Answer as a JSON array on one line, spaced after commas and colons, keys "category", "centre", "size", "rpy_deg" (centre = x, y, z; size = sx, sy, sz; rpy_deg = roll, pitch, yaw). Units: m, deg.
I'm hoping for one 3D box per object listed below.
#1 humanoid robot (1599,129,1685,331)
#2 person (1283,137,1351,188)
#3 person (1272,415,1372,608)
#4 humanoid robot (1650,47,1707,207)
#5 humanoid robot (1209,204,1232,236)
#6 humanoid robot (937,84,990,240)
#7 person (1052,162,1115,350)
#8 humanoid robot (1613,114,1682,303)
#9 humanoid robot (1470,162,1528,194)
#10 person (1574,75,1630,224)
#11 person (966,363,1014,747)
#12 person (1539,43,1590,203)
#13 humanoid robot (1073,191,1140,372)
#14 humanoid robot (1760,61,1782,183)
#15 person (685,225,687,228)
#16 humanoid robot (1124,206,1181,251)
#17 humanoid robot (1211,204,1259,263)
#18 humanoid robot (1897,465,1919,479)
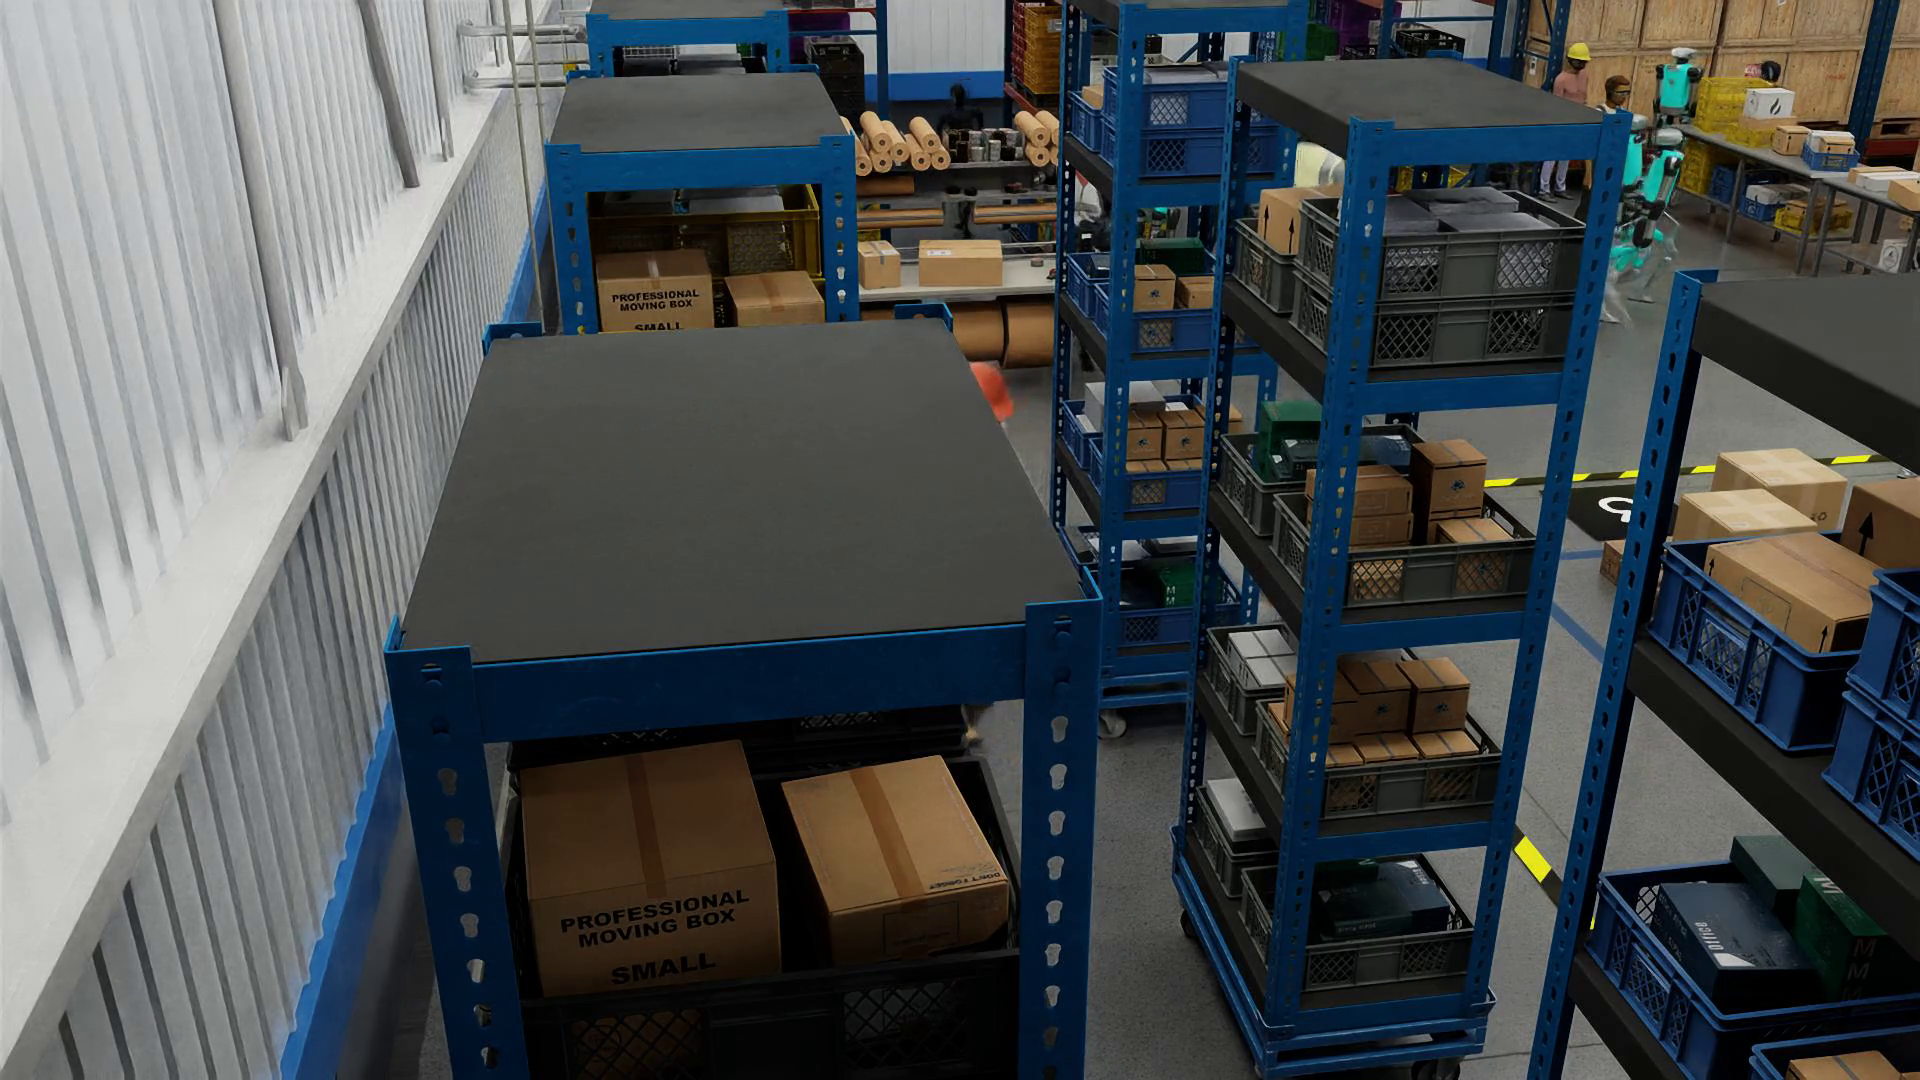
[{"category": "humanoid robot", "centre": [5.664, -2.621, 14.263], "size": [0.857, 1.776, 0.568], "rpy_deg": [4, 25, 10]}, {"category": "person", "centre": [3.059, -2.754, 14.442], "size": [0.719, 1.815, 0.497], "rpy_deg": [21, 32, 37]}, {"category": "person", "centre": [1.789, 0.160, 8.086], "size": [0.604, 1.828, 0.776], "rpy_deg": [0, 25, -1]}, {"category": "humanoid robot", "centre": [7.978, -4.534, 18.407], "size": [0.688, 1.813, 0.556], "rpy_deg": [-15, 28, -29]}, {"category": "humanoid robot", "centre": [2.697, -3.912, 17.168], "size": [0.542, 1.887, 0.763], "rpy_deg": [1, 25, 2]}, {"category": "humanoid robot", "centre": [0.015, -3.884, 17.105], "size": [0.630, 1.640, 0.555], "rpy_deg": [-9, 26, -19]}, {"category": "person", "centre": [1.051, -2.510, 13.794], "size": [0.590, 1.910, 0.382], "rpy_deg": [9, 26, 18]}, {"category": "humanoid robot", "centre": [6.054, -2.868, 14.778], "size": [0.952, 1.752, 0.556], "rpy_deg": [19, 31, 35]}, {"category": "humanoid robot", "centre": [5.230, -3.539, 16.327], "size": [0.606, 1.619, 0.646], "rpy_deg": [-2, 25, -5]}, {"category": "person", "centre": [6.266, -3.618, 16.291], "size": [0.506, 1.838, 0.340], "rpy_deg": [-20, 31, -36]}, {"category": "person", "centre": [0.062, 0.069, 8.055], "size": [0.509, 2.016, 0.659], "rpy_deg": [13, 28, 26]}, {"category": "person", "centre": [6.830, -4.684, 18.699], "size": [0.522, 1.762, 0.335], "rpy_deg": [-14, 28, -28]}, {"category": "humanoid robot", "centre": [1.128, -2.024, 13.052], "size": [0.610, 1.627, 0.728], "rpy_deg": [-4, 25, -9]}, {"category": "humanoid robot", "centre": [8.700, -4.364, 18.097], "size": [0.584, 1.647, 0.465], "rpy_deg": [-17, 30, -32]}, {"category": "person", "centre": [-2.526, -3.963, 17.094], "size": [0.554, 1.778, 0.890], "rpy_deg": [18, 30, 34]}, {"category": "humanoid robot", "centre": [1.461, -2.374, 13.766], "size": [0.736, 1.828, 0.534], "rpy_deg": [-20, 31, -37]}, {"category": "humanoid robot", "centre": [2.485, -2.701, 14.489], "size": [0.603, 1.632, 0.449], "rpy_deg": [10, 26, 20]}, {"category": "humanoid robot", "centre": [6.431, -1.144, 10.875], "size": [0.735, 1.671, 0.533], "rpy_deg": [-11, 27, -22]}]
